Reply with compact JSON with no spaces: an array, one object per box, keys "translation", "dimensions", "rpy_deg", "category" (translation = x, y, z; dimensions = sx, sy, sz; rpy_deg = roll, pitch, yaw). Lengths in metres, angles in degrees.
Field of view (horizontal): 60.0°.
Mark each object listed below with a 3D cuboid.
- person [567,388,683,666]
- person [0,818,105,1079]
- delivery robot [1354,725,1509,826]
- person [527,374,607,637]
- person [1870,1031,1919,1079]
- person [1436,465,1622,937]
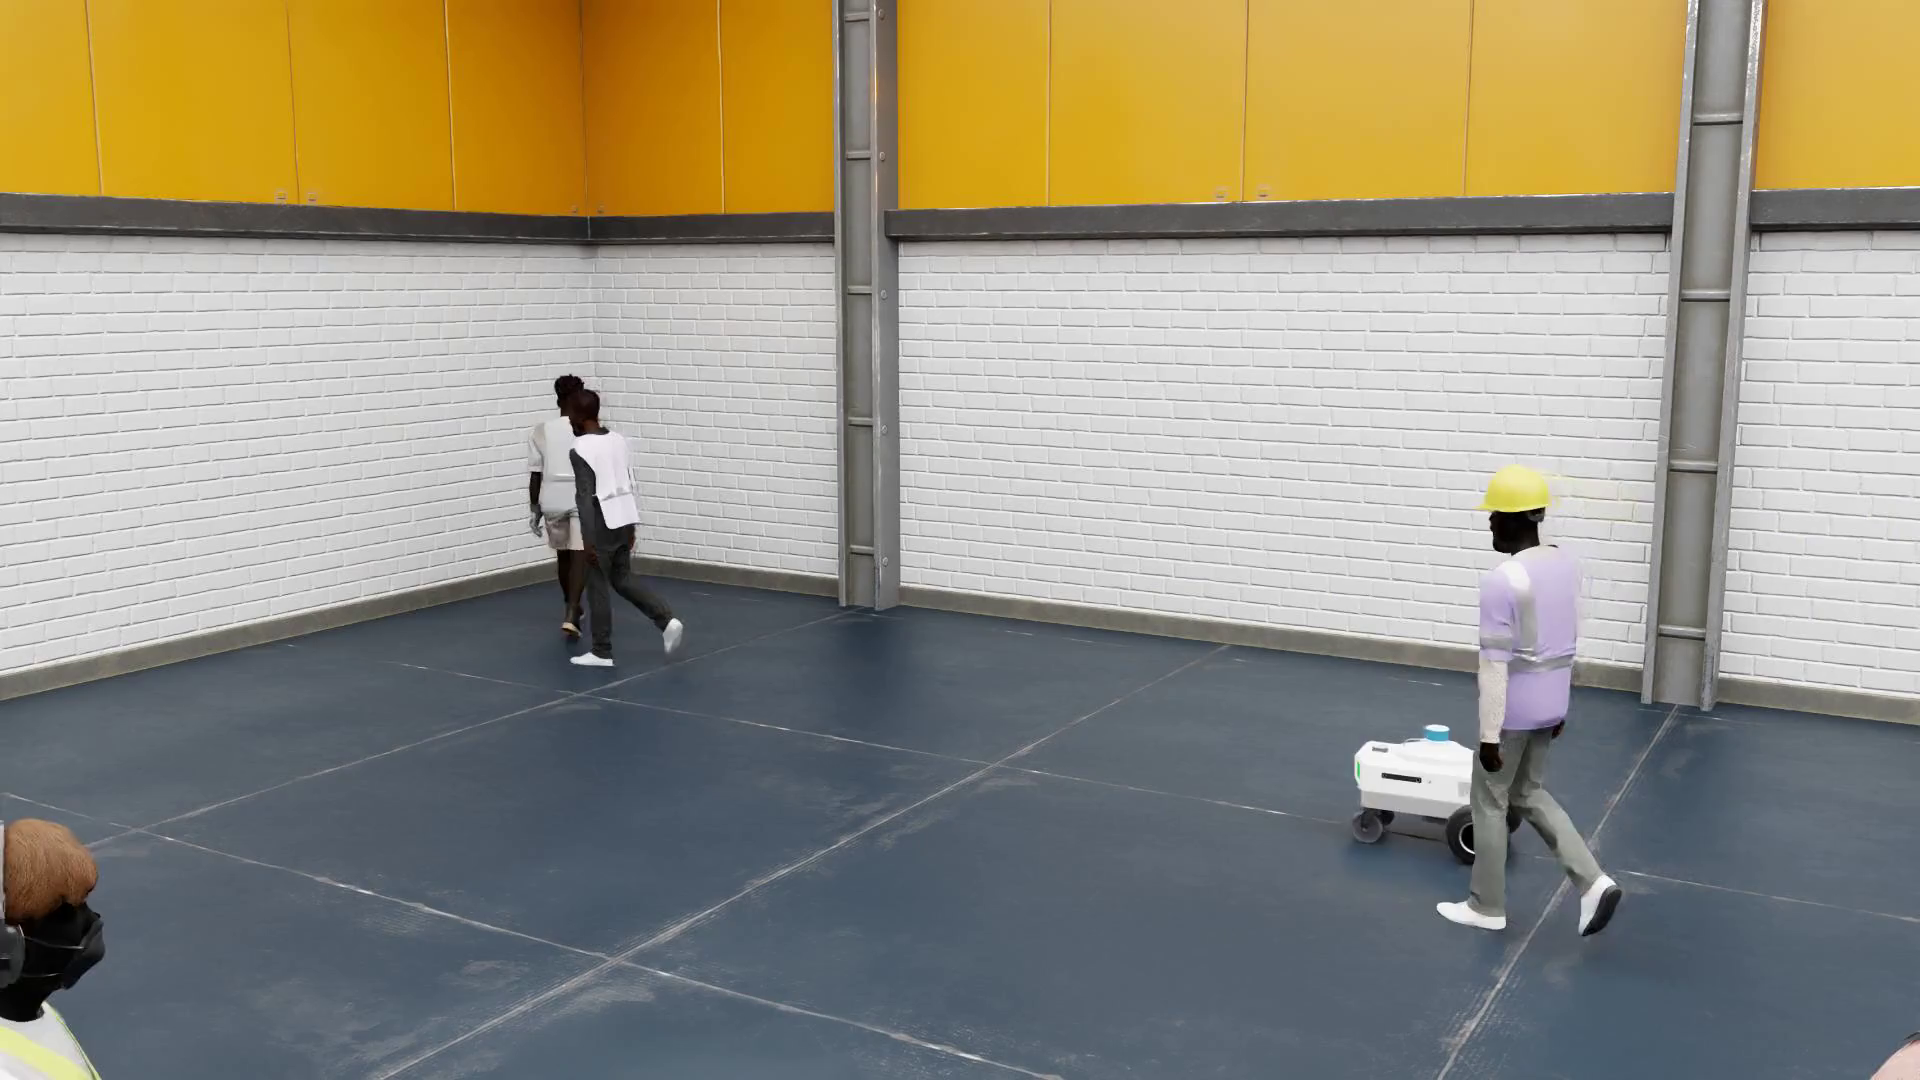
[{"translation":[-2.287,-0.070,11.135],"dimensions":[0.670,1.894,0.616],"rpy_deg":[3,10,17],"category":"person"},{"translation":[-1.466,1.328,2.603],"dimensions":[0.434,1.833,0.627],"rpy_deg":[-6,11,-33],"category":"person"},{"translation":[2.196,1.100,7.689],"dimensions":[0.707,0.478,0.477],"rpy_deg":[4,10,26],"category":"delivery robot"},{"translation":[-2.870,-0.266,12.258],"dimensions":[0.614,1.922,0.989],"rpy_deg":[0,9,-1],"category":"person"},{"translation":[1.542,1.306,2.497],"dimensions":[0.643,1.905,0.399],"rpy_deg":[-3,10,-20],"category":"person"},{"translation":[2.240,0.657,6.518],"dimensions":[0.593,1.909,0.635],"rpy_deg":[-7,11,-36],"category":"person"}]
